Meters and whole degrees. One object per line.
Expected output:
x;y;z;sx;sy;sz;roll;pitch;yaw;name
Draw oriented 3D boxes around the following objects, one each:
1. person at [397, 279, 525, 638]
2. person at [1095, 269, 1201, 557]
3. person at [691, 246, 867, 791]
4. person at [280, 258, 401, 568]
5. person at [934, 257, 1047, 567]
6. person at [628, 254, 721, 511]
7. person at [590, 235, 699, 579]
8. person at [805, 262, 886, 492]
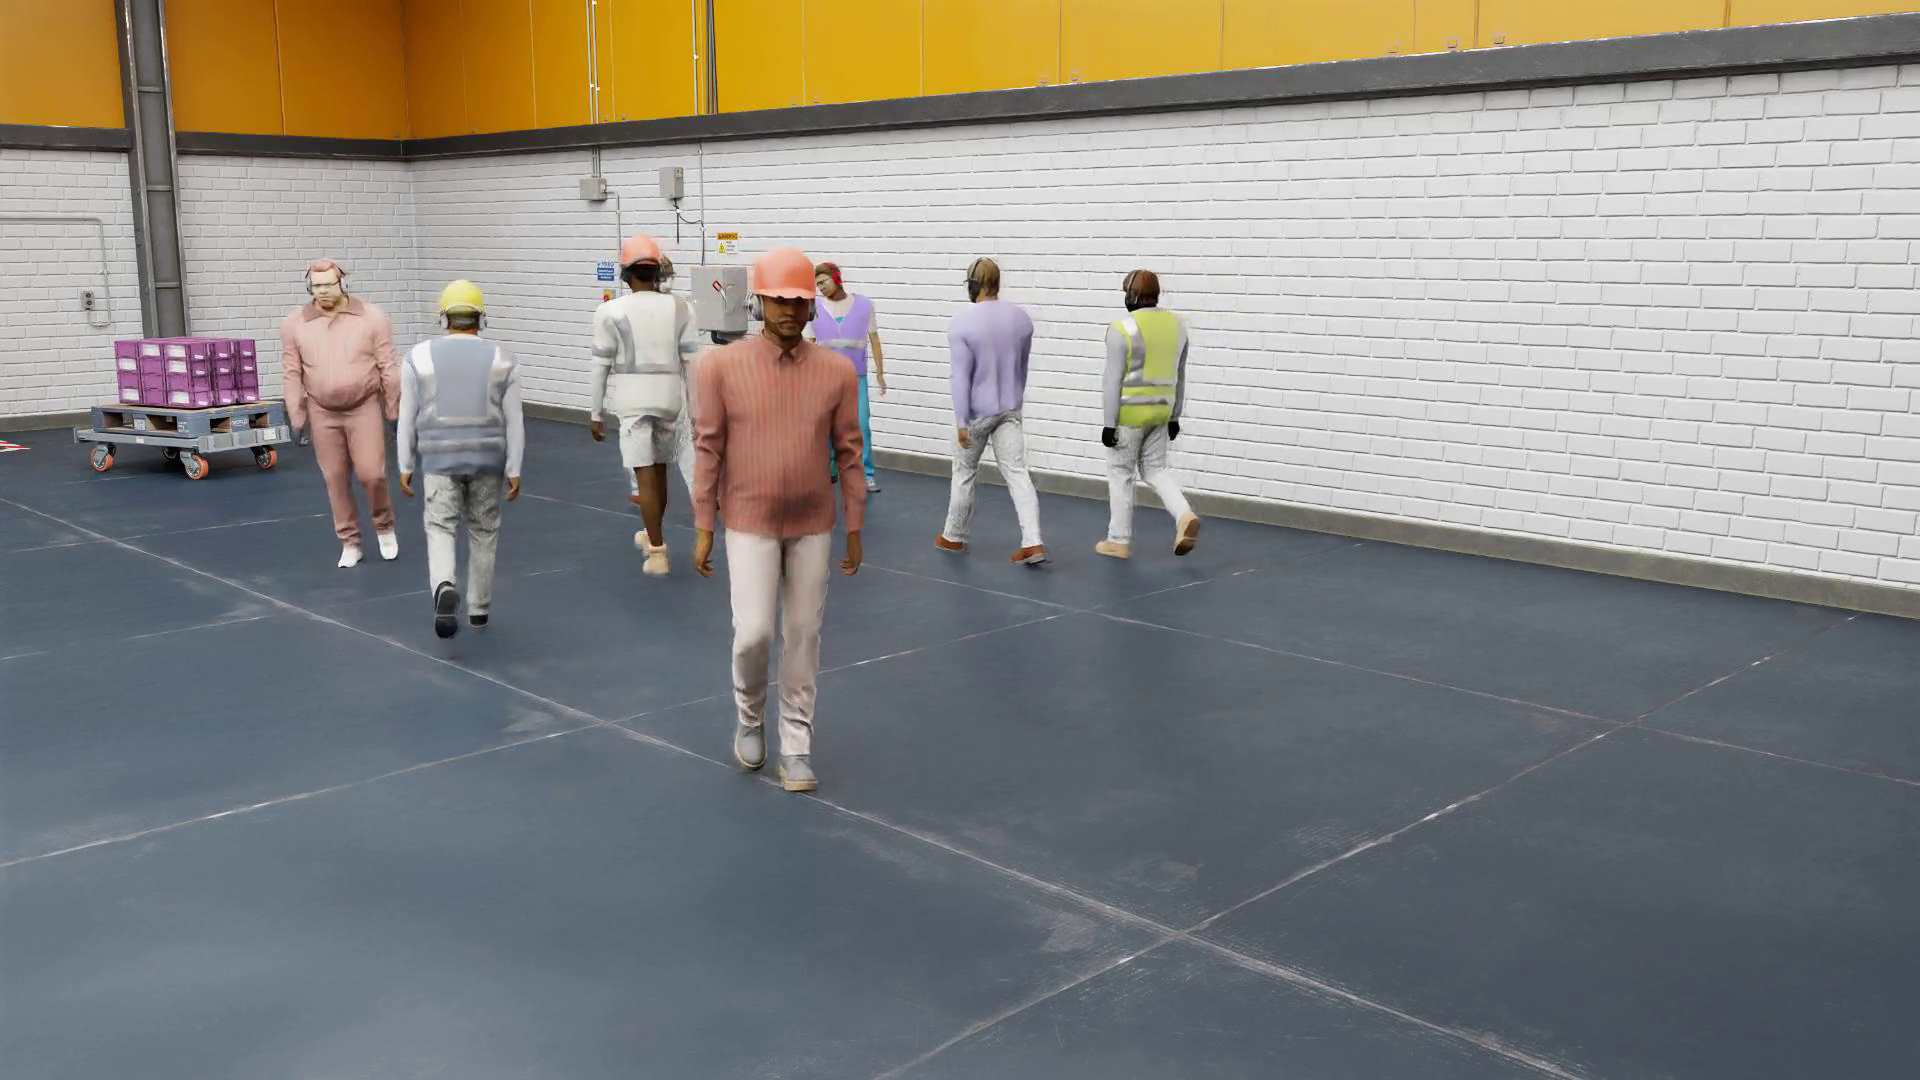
-2.470;-0.379;8.277;0.622;1.804;0.707;-3;11;-17;person
1.154;-0.762;10.303;0.636;1.819;0.705;-7;13;-35;person
-0.642;-0.062;6.036;0.643;1.981;0.430;-4;11;-20;person
-3.754;-0.759;10.118;0.667;1.884;0.411;-2;11;-8;person
0.190;-0.791;10.268;0.631;1.897;1.012;-6;12;-29;person
-2.123;-1.100;11.962;0.649;1.881;1.021;-10;14;-44;person
-1.938;-0.807;10.020;0.636;2.009;0.924;-6;12;-30;person
-0.903;-1.279;13.149;0.647;1.815;0.394;0;10;0;person
